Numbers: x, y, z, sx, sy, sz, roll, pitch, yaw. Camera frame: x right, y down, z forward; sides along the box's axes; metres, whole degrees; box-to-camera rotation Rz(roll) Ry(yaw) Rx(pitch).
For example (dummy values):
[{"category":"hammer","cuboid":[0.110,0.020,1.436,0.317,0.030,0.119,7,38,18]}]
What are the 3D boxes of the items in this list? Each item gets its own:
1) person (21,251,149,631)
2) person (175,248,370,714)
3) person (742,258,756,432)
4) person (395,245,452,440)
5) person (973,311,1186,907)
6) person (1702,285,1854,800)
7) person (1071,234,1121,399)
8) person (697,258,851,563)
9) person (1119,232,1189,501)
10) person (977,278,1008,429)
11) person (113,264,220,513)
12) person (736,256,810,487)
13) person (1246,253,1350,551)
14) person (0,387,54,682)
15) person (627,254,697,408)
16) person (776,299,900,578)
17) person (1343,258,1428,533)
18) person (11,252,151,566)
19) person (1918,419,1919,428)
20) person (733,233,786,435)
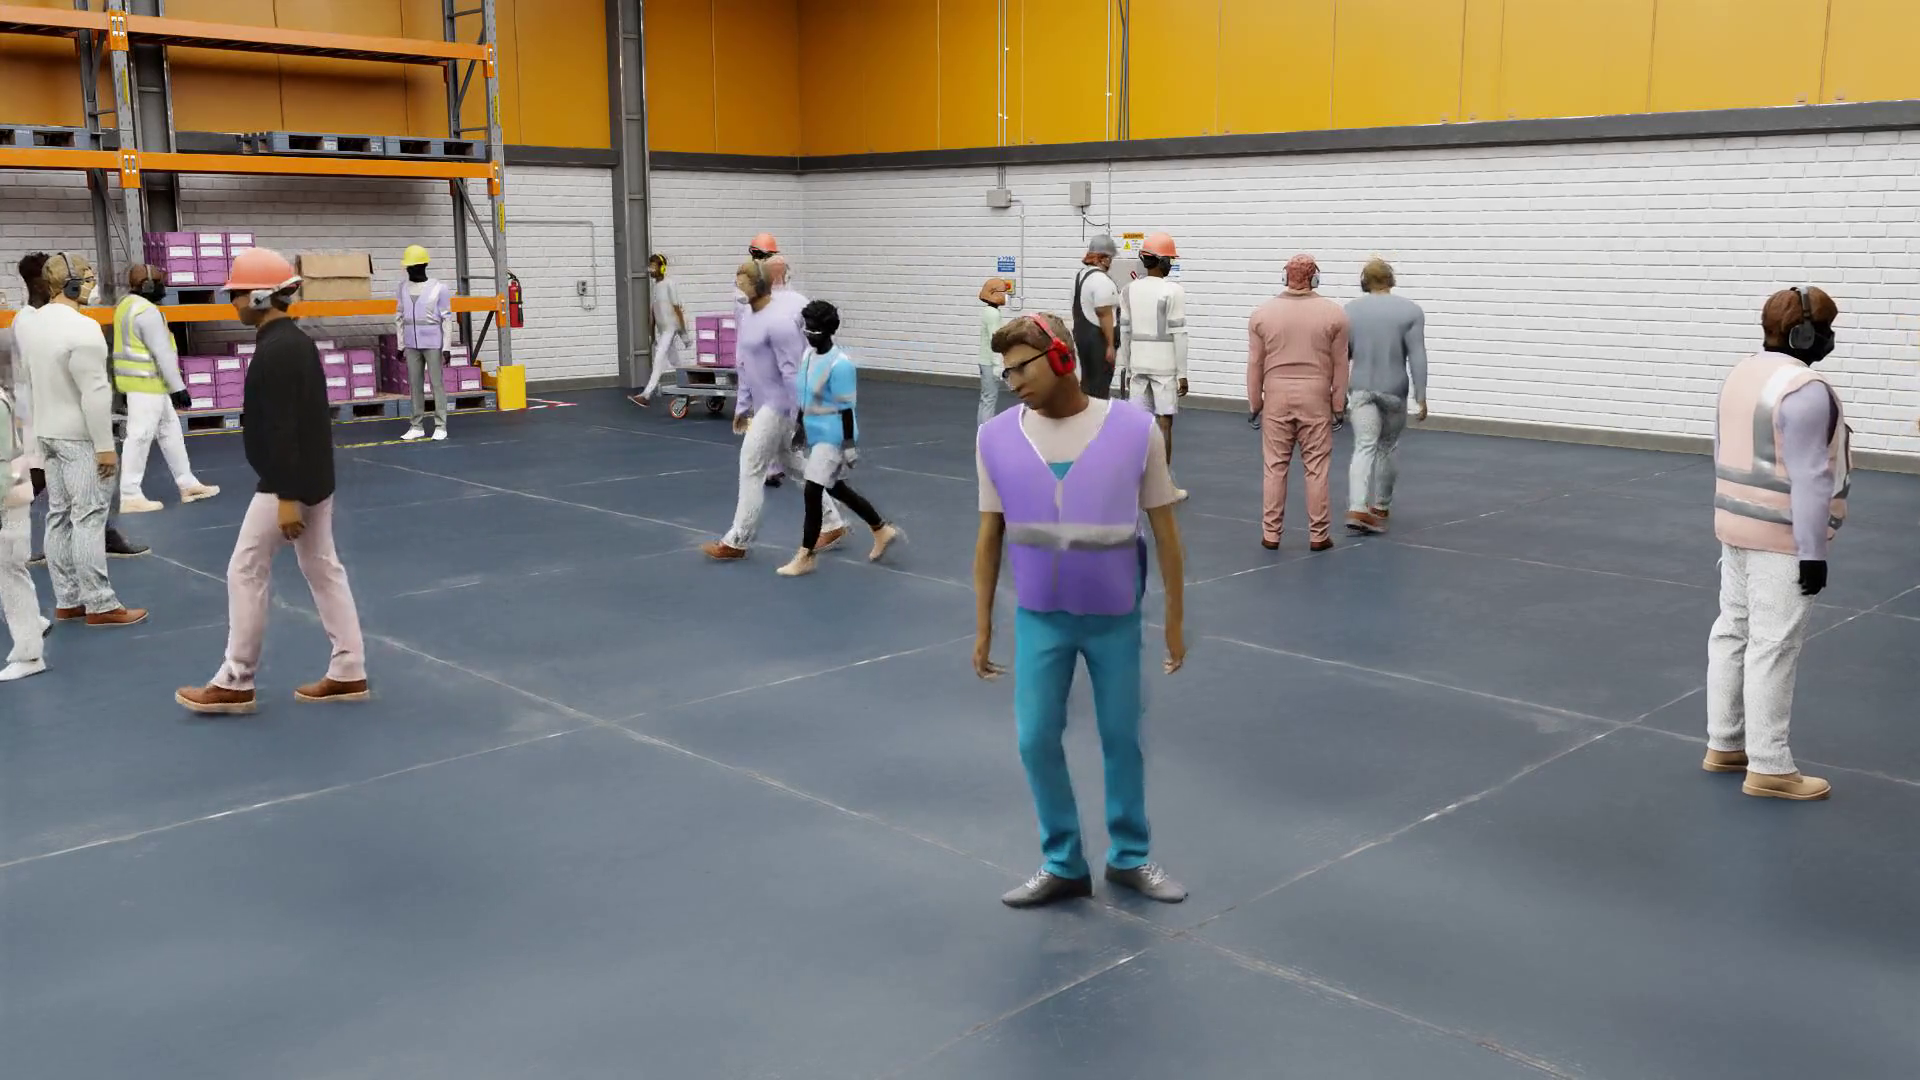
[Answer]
[{"category":"person","cuboid":[-4.550,-0.504,8.570,0.629,1.940,0.378,7,13,35]},{"category":"person","cuboid":[-2.982,-0.238,7.051,0.875,1.958,0.646,-1,10,-6]},{"category":"person","cuboid":[-1.935,-1.987,17.039,0.635,1.799,0.607,0,10,0]},{"category":"person","cuboid":[-5.310,-1.939,16.448,0.585,1.921,0.383,2,11,13]},{"category":"person","cuboid":[0.368,0.228,4.959,0.645,1.808,0.447,3,11,16]},{"category":"person","cuboid":[2.980,0.004,6.063,0.430,1.845,0.620,0,10,0]},{"category":"person","cuboid":[1.382,-1.960,16.233,0.535,2.000,0.702,-3,11,-17]},{"category":"person","cuboid":[-1.135,-0.810,10.417,1.012,1.896,0.637,-4,11,-22]},{"category":"person","cuboid":[1.492,-1.307,12.666,0.608,2.044,0.370,10,14,43]},{"category":"person","cuboid":[0.304,-1.594,15.343,0.284,1.633,0.501,-1,10,-7]},{"category":"person","cuboid":[-5.887,-1.122,12.314,0.858,1.809,0.649,-7,13,-35]},{"category":"person","cuboid":[-1.482,-1.382,13.591,0.657,1.856,1.024,2,11,13]},{"category":"person","cuboid":[2.169,-0.879,10.702,0.642,1.910,0.401,3,11,16]},{"category":"person","cuboid":[-4.393,-0.153,7.529,0.515,1.624,0.356,7,13,35]},{"category":"person","cuboid":[-3.519,-2.451,19.594,1.068,1.792,0.582,-8,13,-38]},{"category":"person","cuboid":[-0.714,-0.614,9.929,0.801,1.650,0.588,-5,11,-25]},{"category":"person","cuboid":[2.889,-0.999,11.483,0.667,1.877,0.984,3,11,17]},{"category":"person","cuboid":[-5.577,-0.792,10.216,0.879,1.929,0.618,-3,11,-18]},{"category":"person","cuboid":[6.361,-0.857,10.551,0.735,1.920,0.558,-10,14,-42]},{"category":"person","cuboid":[-1.966,-2.045,16.687,0.611,2.042,0.396,6,12,28]}]
